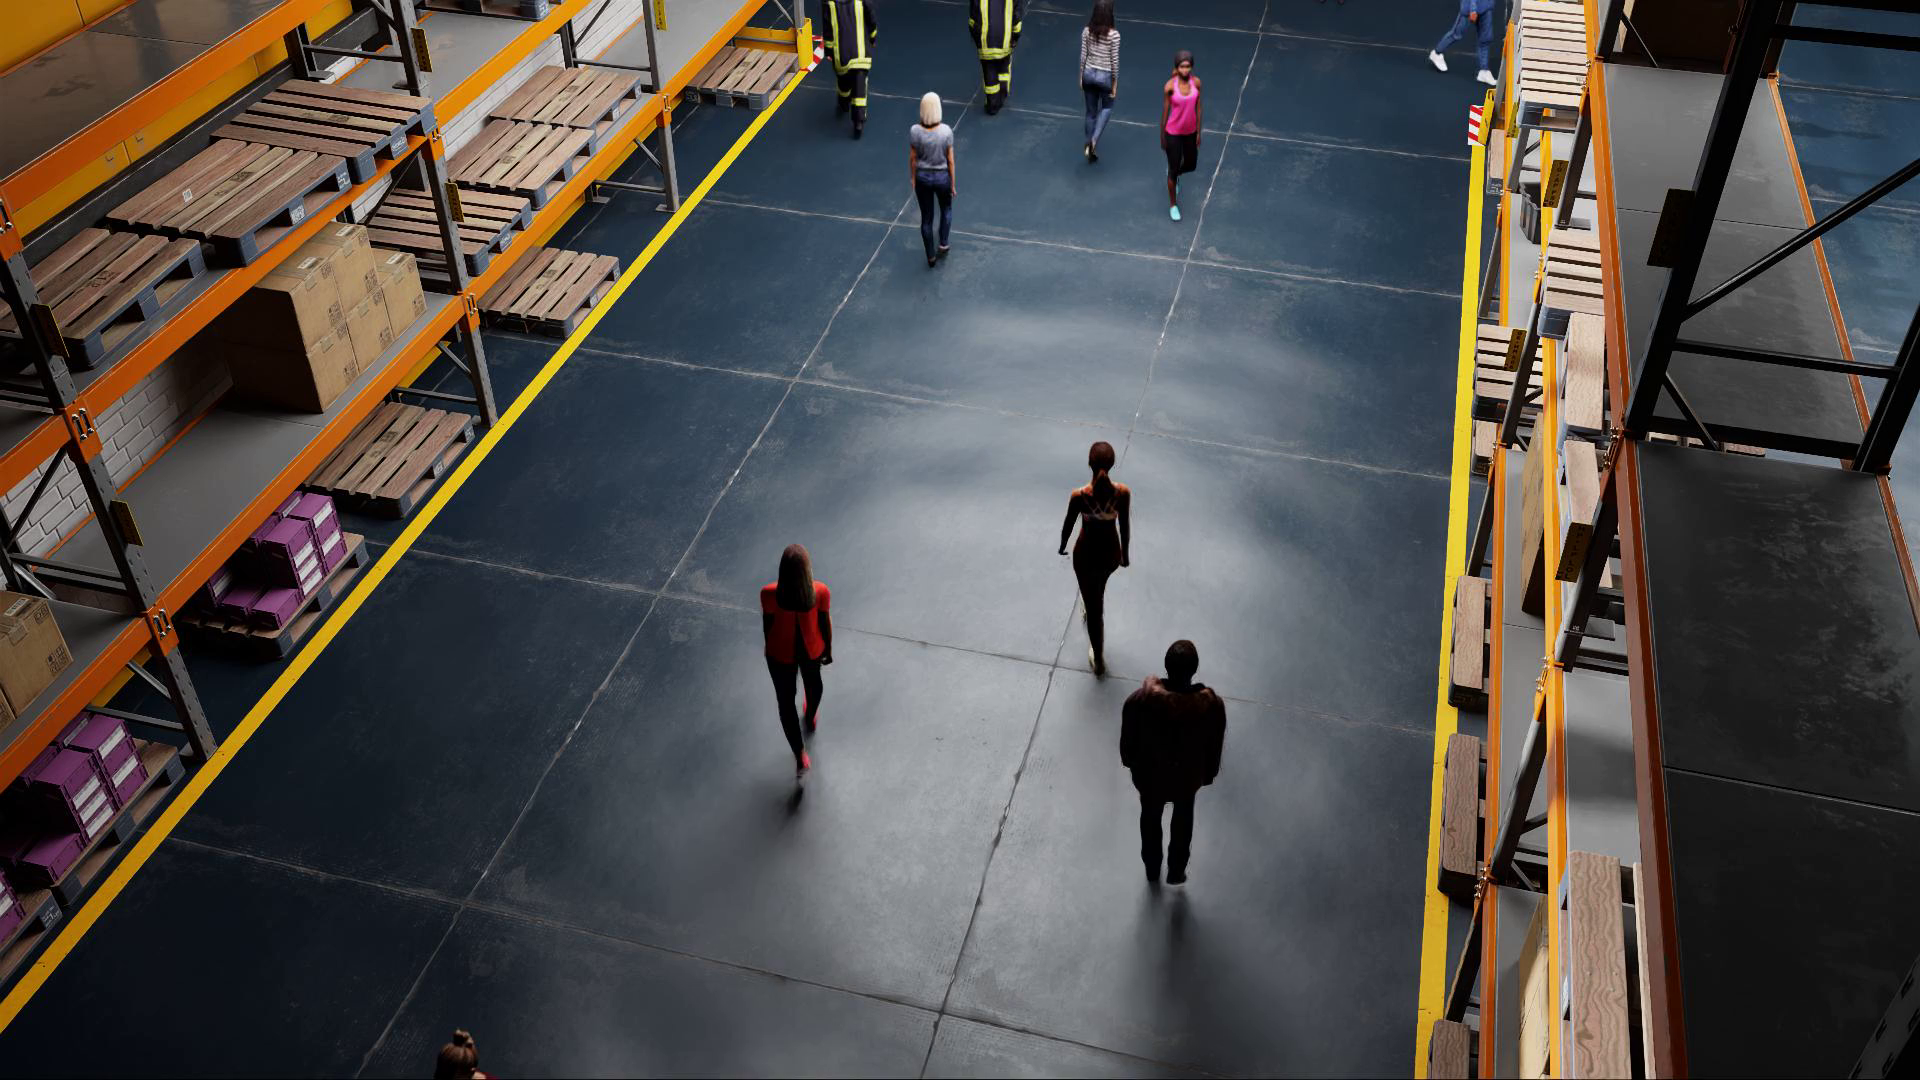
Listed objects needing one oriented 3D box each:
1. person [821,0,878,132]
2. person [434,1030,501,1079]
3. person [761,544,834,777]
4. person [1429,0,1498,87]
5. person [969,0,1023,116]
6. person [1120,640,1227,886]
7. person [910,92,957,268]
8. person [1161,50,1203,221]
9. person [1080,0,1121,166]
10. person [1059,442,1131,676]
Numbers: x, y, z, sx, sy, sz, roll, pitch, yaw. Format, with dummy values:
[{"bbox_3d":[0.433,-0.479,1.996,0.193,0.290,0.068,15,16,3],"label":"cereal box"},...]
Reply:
[{"bbox_3d":[-1.186,-5.347,18.093,0.922,1.826,1.215,0,39,0],"label":"person"},{"bbox_3d":[-2.235,2.903,7.864,0.633,1.699,0.507,12,40,14],"label":"person"},{"bbox_3d":[-1.029,0.768,10.560,0.915,1.670,1.133,-8,39,-10],"label":"person"},{"bbox_3d":[5.891,-6.202,19.210,1.203,1.768,1.155,-29,47,-31],"label":"person"},{"bbox_3d":[0.394,-5.631,18.469,0.912,1.800,1.027,-4,39,-5],"label":"person"},{"bbox_3d":[1.206,1.382,9.662,0.816,1.833,0.798,3,39,3],"label":"person"},{"bbox_3d":[-0.265,-3.355,15.690,0.653,1.712,0.701,3,39,4],"label":"person"},{"bbox_3d":[2.189,-4.087,16.603,0.788,1.716,0.948,-7,39,-8],"label":"person"},{"bbox_3d":[1.413,-4.738,17.363,0.677,1.785,0.792,16,41,19],"label":"person"},{"bbox_3d":[0.940,0.177,11.227,0.885,1.762,1.120,-6,39,-7],"label":"person"}]
